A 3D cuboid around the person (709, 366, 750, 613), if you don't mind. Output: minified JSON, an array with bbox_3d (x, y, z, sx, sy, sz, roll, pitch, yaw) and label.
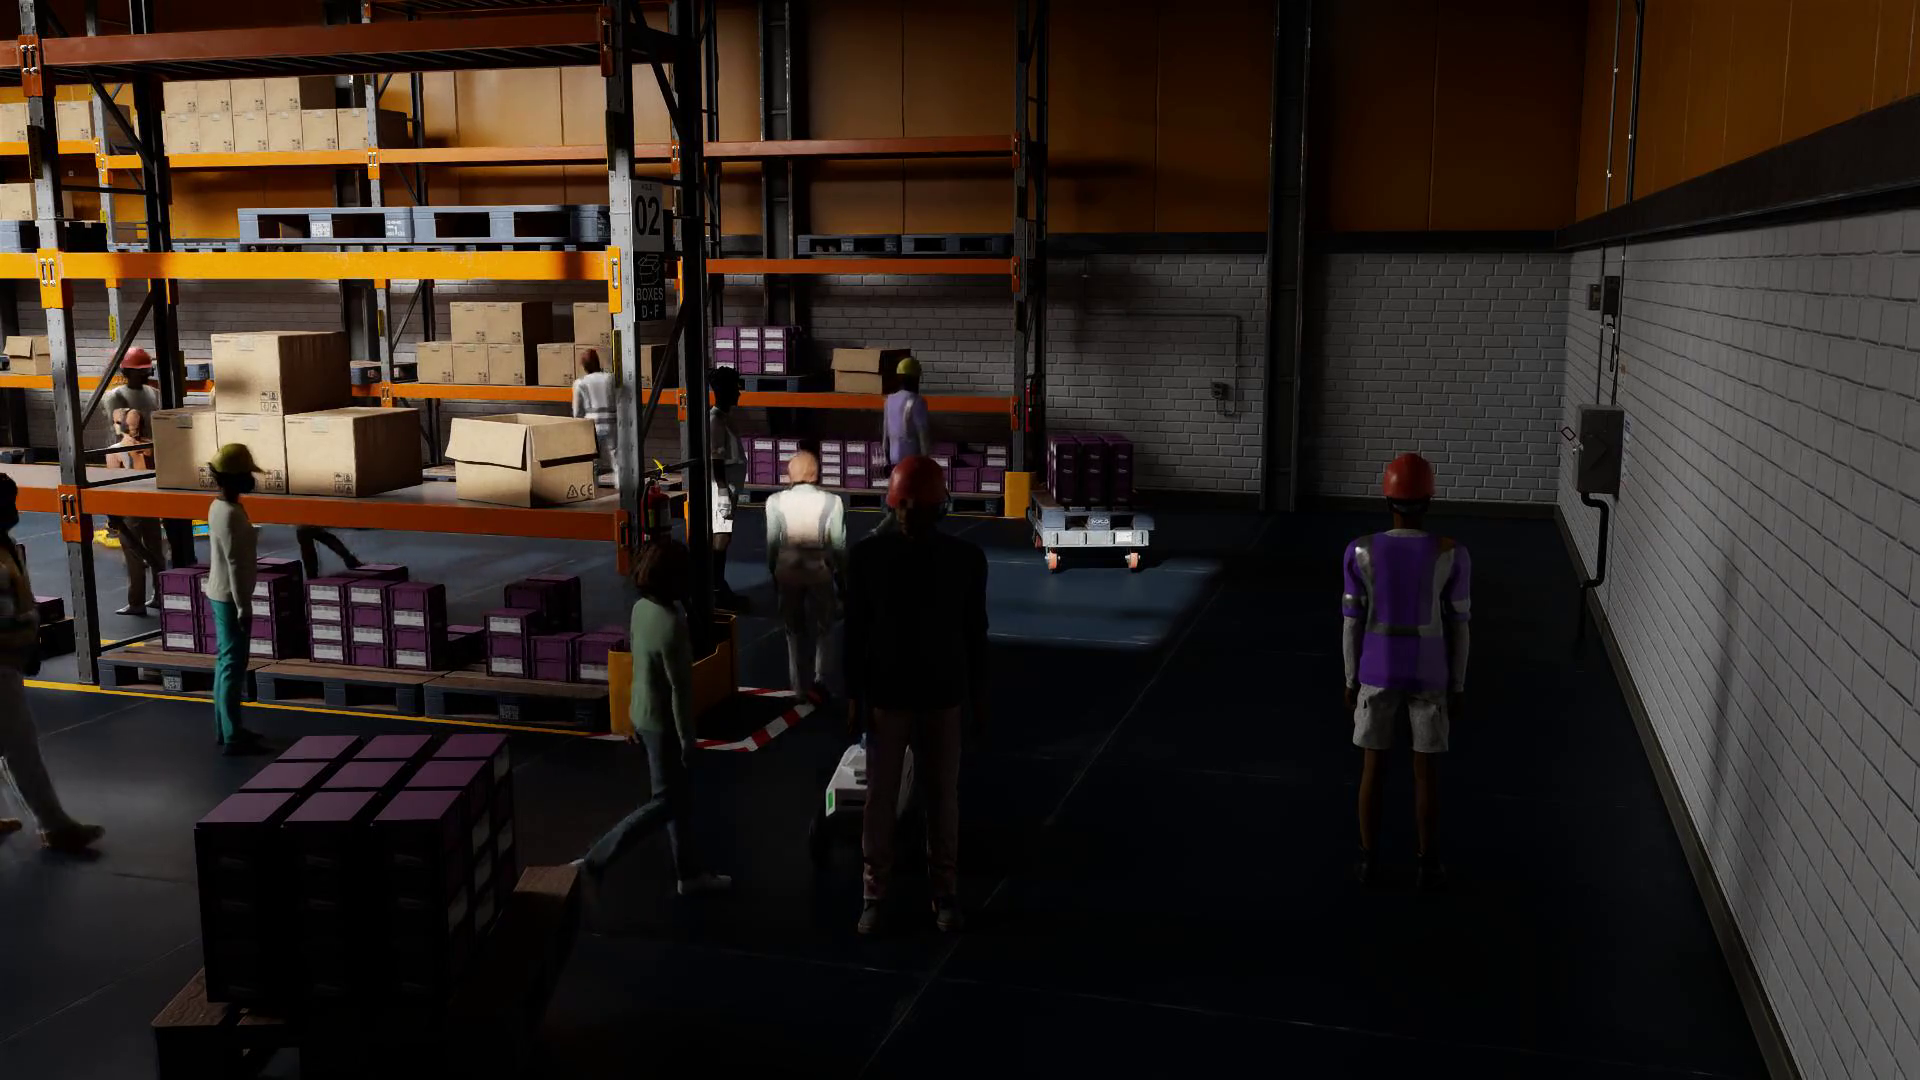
[{"bbox_3d":[-1.875,-0.406,13.268,0.367,1.966,0.607,-1,9,-5],"label":"person"}]

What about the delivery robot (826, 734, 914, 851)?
[{"bbox_3d":[-0.415,1.151,7.784,0.477,0.478,0.707,1,9,4],"label":"delivery robot"}]

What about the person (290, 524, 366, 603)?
[{"bbox_3d":[-5.208,-0.422,13.496,0.591,1.923,0.553,2,10,11],"label":"person"}]

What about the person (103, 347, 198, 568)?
[{"bbox_3d":[-7.330,-0.725,15.057,0.759,2.021,0.623,4,10,24],"label":"person"}]

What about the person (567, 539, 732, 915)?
[{"bbox_3d":[-1.327,0.795,7.051,0.720,1.603,0.500,-5,11,-30],"label":"person"}]

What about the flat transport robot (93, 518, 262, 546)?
[{"bbox_3d":[-7.897,-0.140,16.797,1.431,0.197,0.652,-7,12,-38],"label":"flat transport robot"}]

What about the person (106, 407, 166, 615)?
[{"bbox_3d":[-6.523,-0.231,13.173,0.306,1.645,0.523,3,10,16],"label":"person"}]

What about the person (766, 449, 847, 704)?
[{"bbox_3d":[-0.954,0.240,10.357,0.518,1.627,0.410,0,9,2],"label":"person"}]

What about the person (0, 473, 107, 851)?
[{"bbox_3d":[-4.439,0.567,7.848,0.768,1.805,0.687,-3,10,-19],"label":"person"}]

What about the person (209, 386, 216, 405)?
[{"bbox_3d":[-7.216,-0.913,16.477,0.389,1.926,0.547,-4,10,-22],"label":"person"}]

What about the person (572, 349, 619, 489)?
[{"bbox_3d":[-3.936,-1.173,18.308,0.665,1.856,0.350,-3,10,-17],"label":"person"}]

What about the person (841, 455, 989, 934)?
[{"bbox_3d":[-0.182,0.637,6.844,0.609,1.988,0.392,-1,9,-4],"label":"person"}]

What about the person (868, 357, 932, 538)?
[{"bbox_3d":[-0.550,-0.791,15.824,0.814,1.899,0.589,-7,11,-35],"label":"person"}]

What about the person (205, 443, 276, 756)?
[{"bbox_3d":[-4.080,0.329,9.404,0.320,1.767,0.533,-5,11,-30],"label":"person"}]

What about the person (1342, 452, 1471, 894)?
[{"bbox_3d":[1.945,0.585,7.297,0.544,1.943,0.347,3,10,17],"label":"person"}]
